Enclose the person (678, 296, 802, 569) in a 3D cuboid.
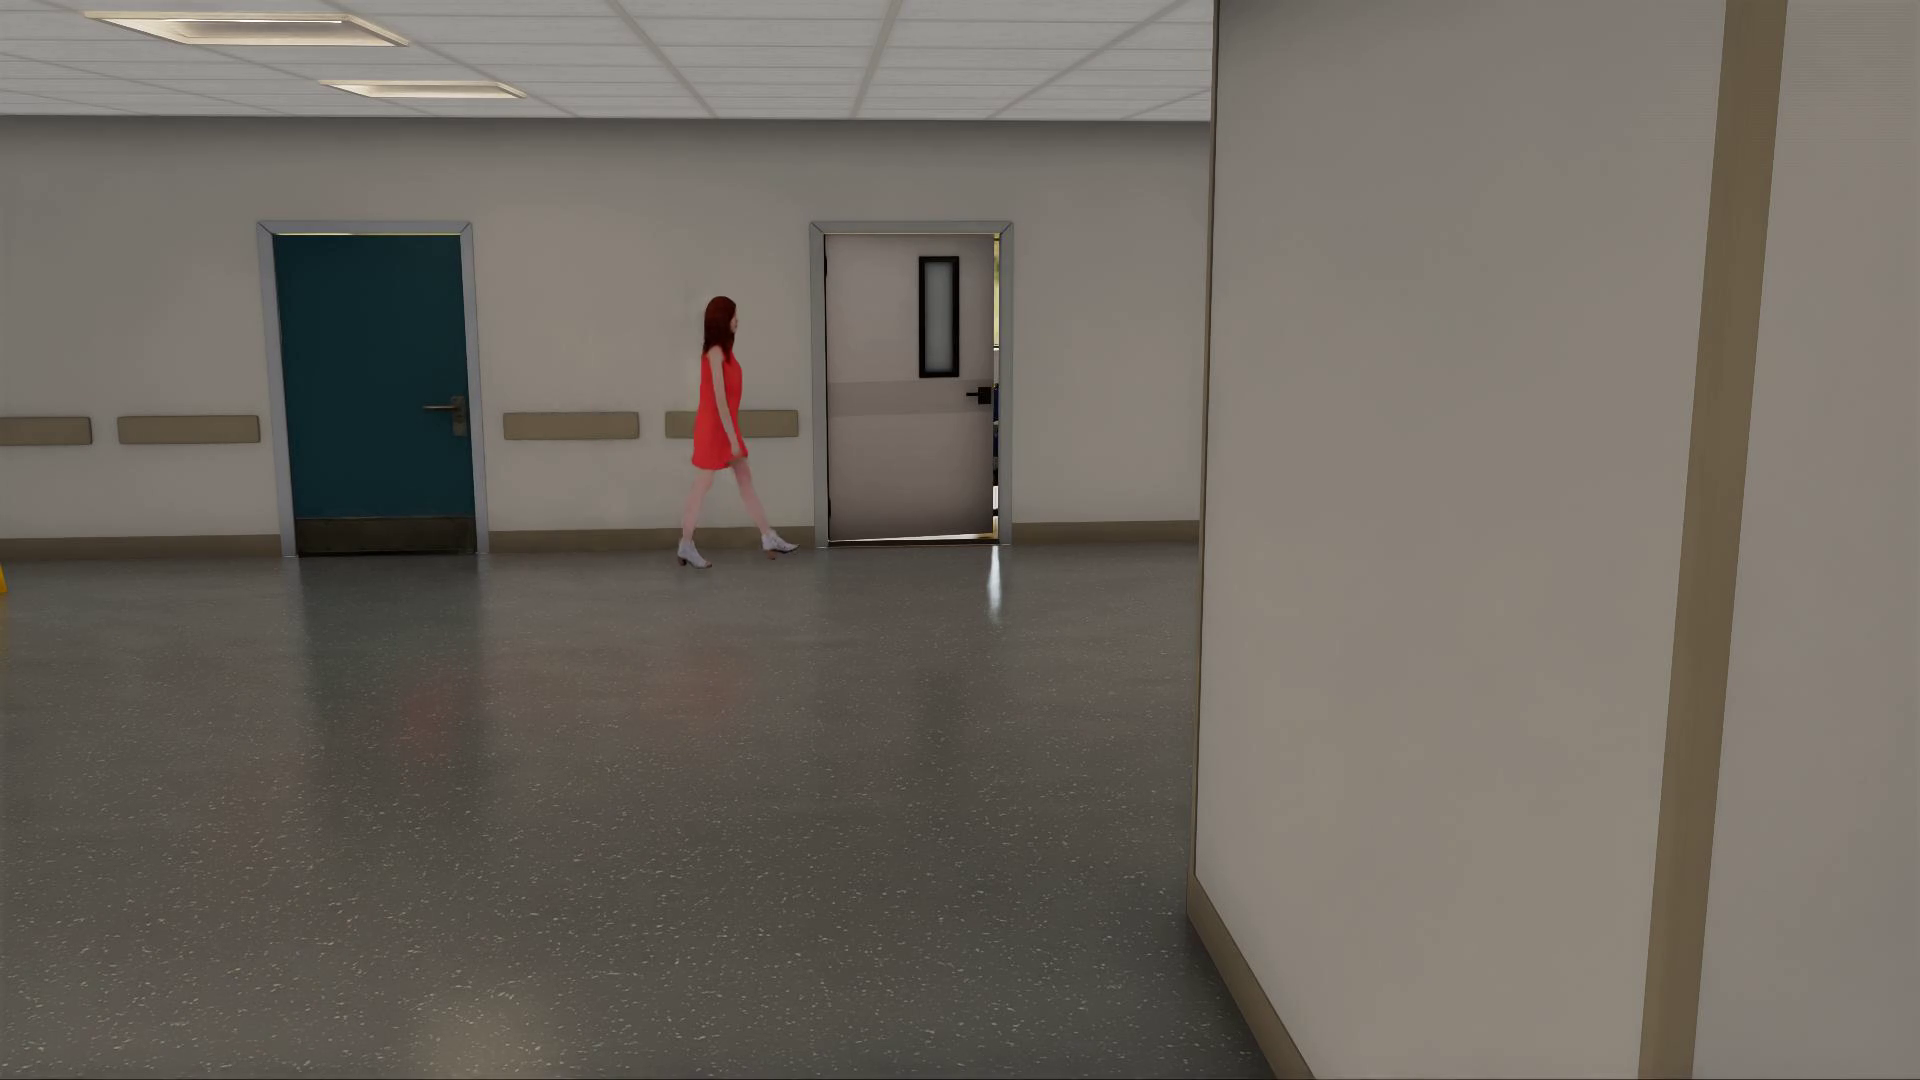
[{"bbox_3d":[-1.691,-0.676,10.984,1.055,1.792,0.696,0,11,-1],"label":"person"}]
